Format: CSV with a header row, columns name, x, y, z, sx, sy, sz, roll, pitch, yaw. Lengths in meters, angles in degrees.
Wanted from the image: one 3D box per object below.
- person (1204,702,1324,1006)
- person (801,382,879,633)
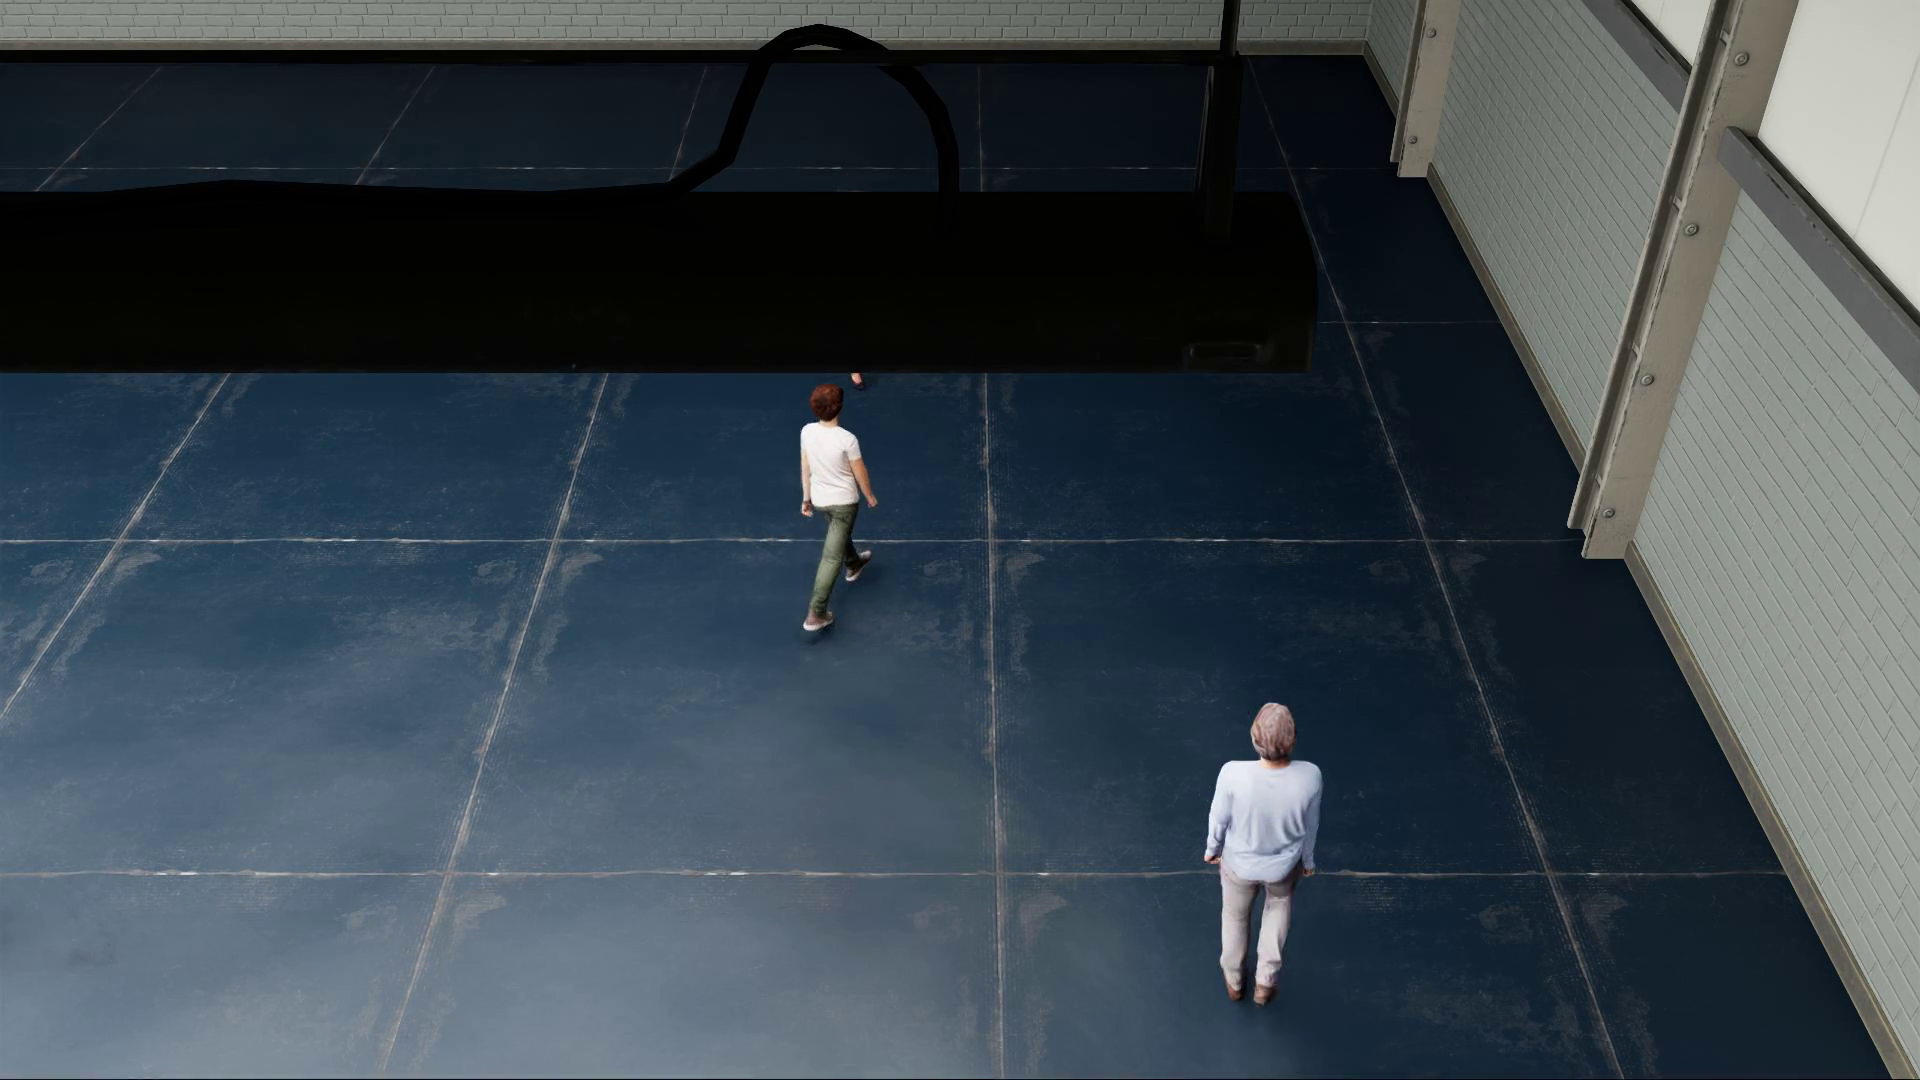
name,x,y,z,sx,sy,sz,roll,pitch,yaw
person,1.425,1.570,7.823,0.702,1.884,0.732,3,37,4
person,-0.812,-0.178,10.345,0.953,1.615,1.195,19,41,23
